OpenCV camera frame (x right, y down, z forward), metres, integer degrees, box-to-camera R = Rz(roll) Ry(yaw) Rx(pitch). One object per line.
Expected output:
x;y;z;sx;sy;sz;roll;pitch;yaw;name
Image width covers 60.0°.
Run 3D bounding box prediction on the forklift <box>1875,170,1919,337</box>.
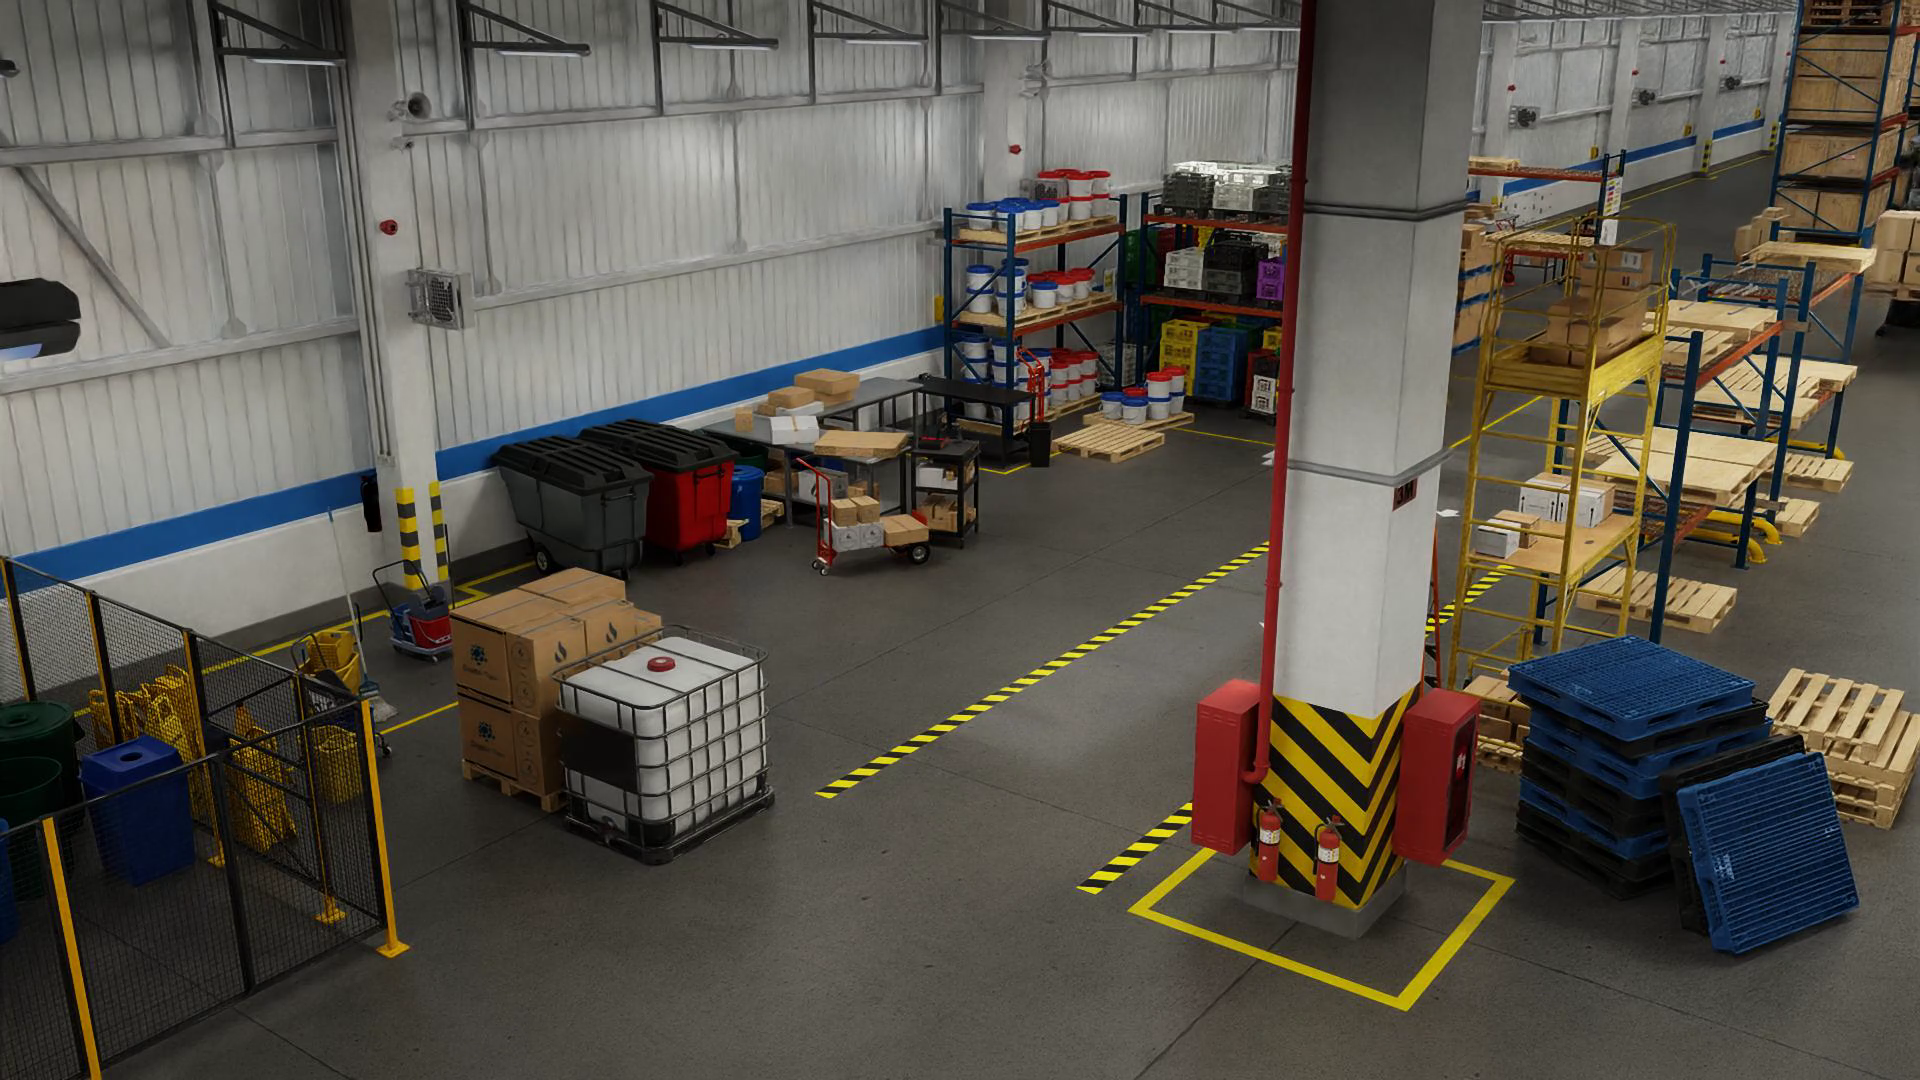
16.866;-4.965;28.815;1.129;2.768;1.873;13;22;34;forklift
